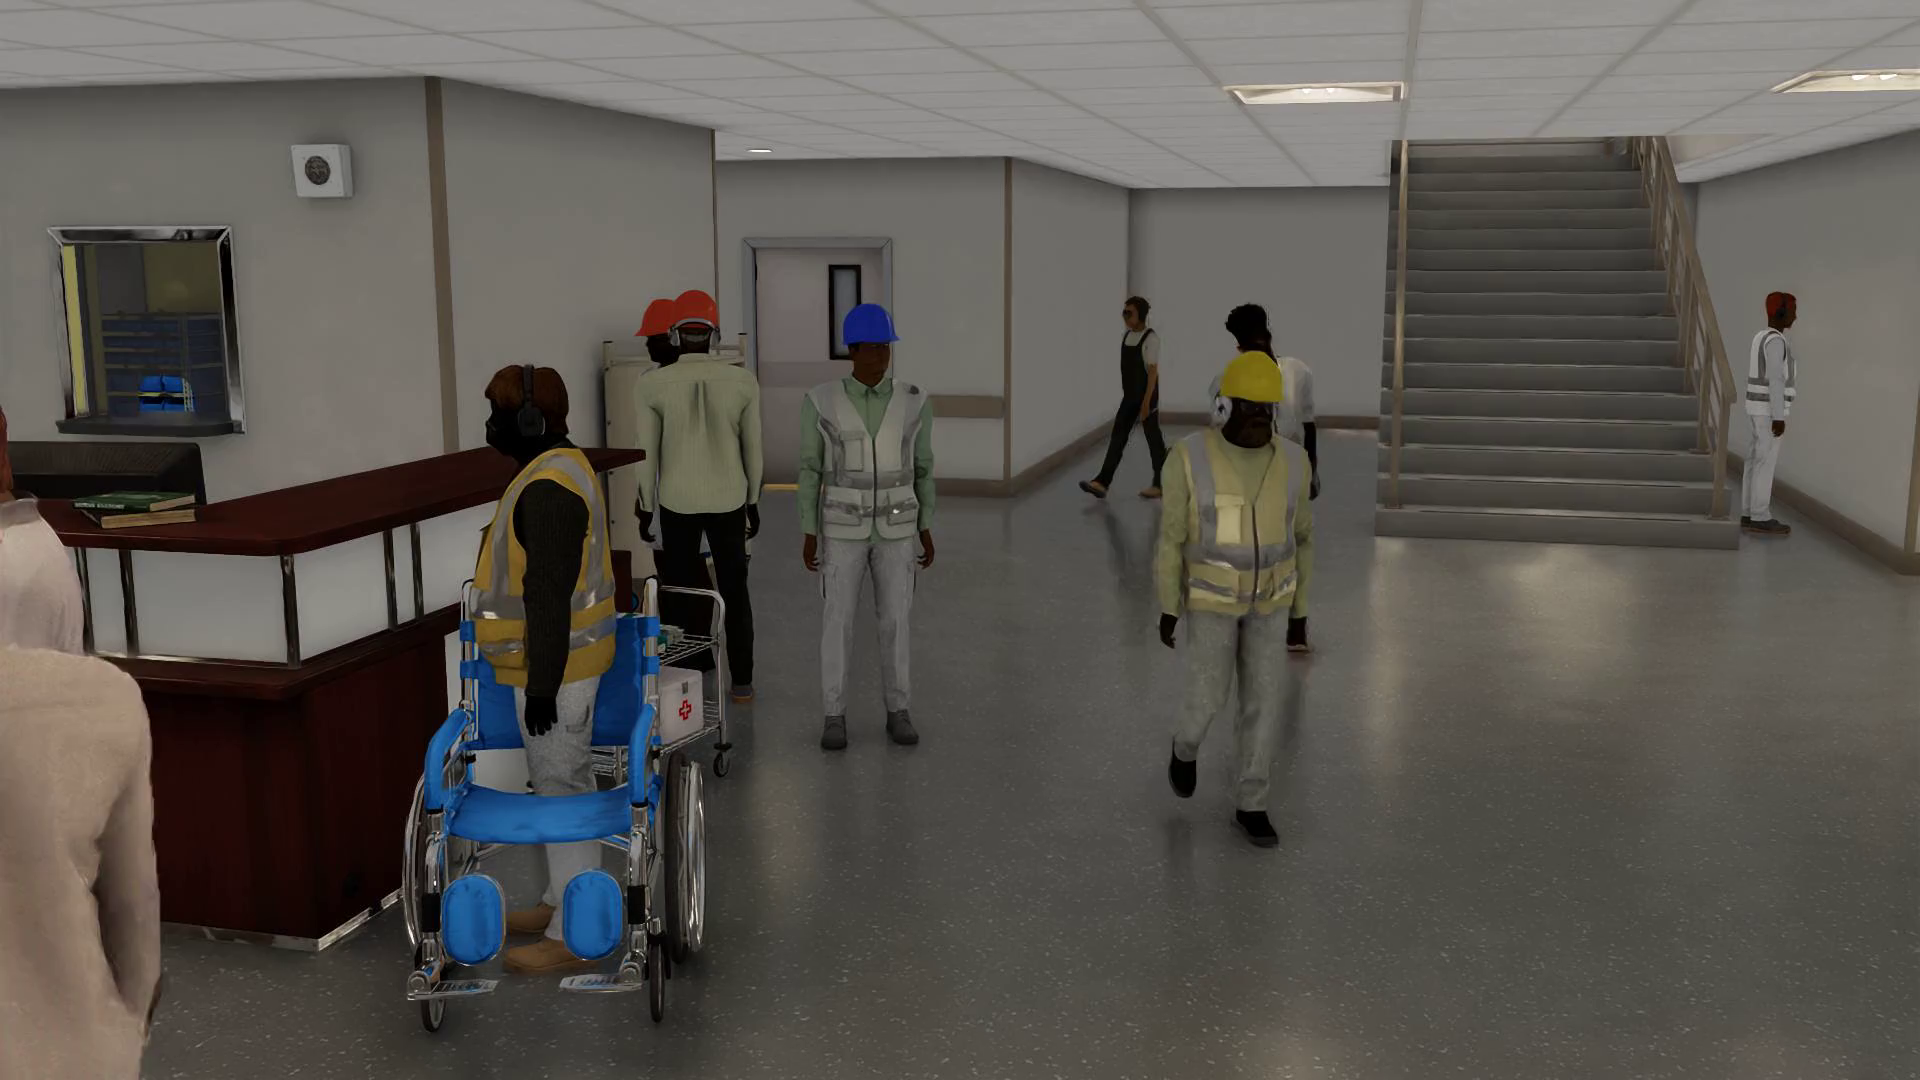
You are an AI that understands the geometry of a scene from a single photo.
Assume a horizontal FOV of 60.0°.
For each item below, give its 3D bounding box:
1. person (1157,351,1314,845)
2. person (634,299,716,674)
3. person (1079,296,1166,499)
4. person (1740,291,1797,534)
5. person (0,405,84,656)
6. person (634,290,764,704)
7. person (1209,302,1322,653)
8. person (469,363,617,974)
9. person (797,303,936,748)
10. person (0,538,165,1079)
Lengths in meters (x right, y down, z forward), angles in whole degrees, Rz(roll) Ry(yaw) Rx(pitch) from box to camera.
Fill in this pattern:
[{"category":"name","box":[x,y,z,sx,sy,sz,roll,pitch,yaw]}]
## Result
[{"category":"person","box":[1.018,0.199,6.194,0.610,1.816,0.553,-2,10,-11]},{"category":"person","box":[-1.473,-0.260,8.544,0.545,1.939,0.374,7,12,35]},{"category":"person","box":[1.500,-1.239,14.707,0.932,1.797,0.537,-6,11,-32]},{"category":"person","box":[6.356,-0.997,13.043,0.355,1.885,0.575,2,10,12]},{"category":"person","box":[-2.010,0.623,3.464,0.399,1.900,0.644,-5,11,-28]},{"category":"person","box":[-1.241,-0.185,7.935,0.613,1.995,0.391,-3,10,-17]},{"category":"person","box":[1.695,-0.329,9.040,0.693,1.905,0.824,-1,10,-5]},{"category":"person","box":[-1.264,0.383,5.083,0.430,1.837,0.628,-2,10,-13]},{"category":"person","box":[-0.406,-0.058,7.316,0.614,1.949,0.378,-2,10,-13]},{"category":"person","box":[-1.373,0.800,2.259,0.482,1.951,0.627,8,12,39]}]
